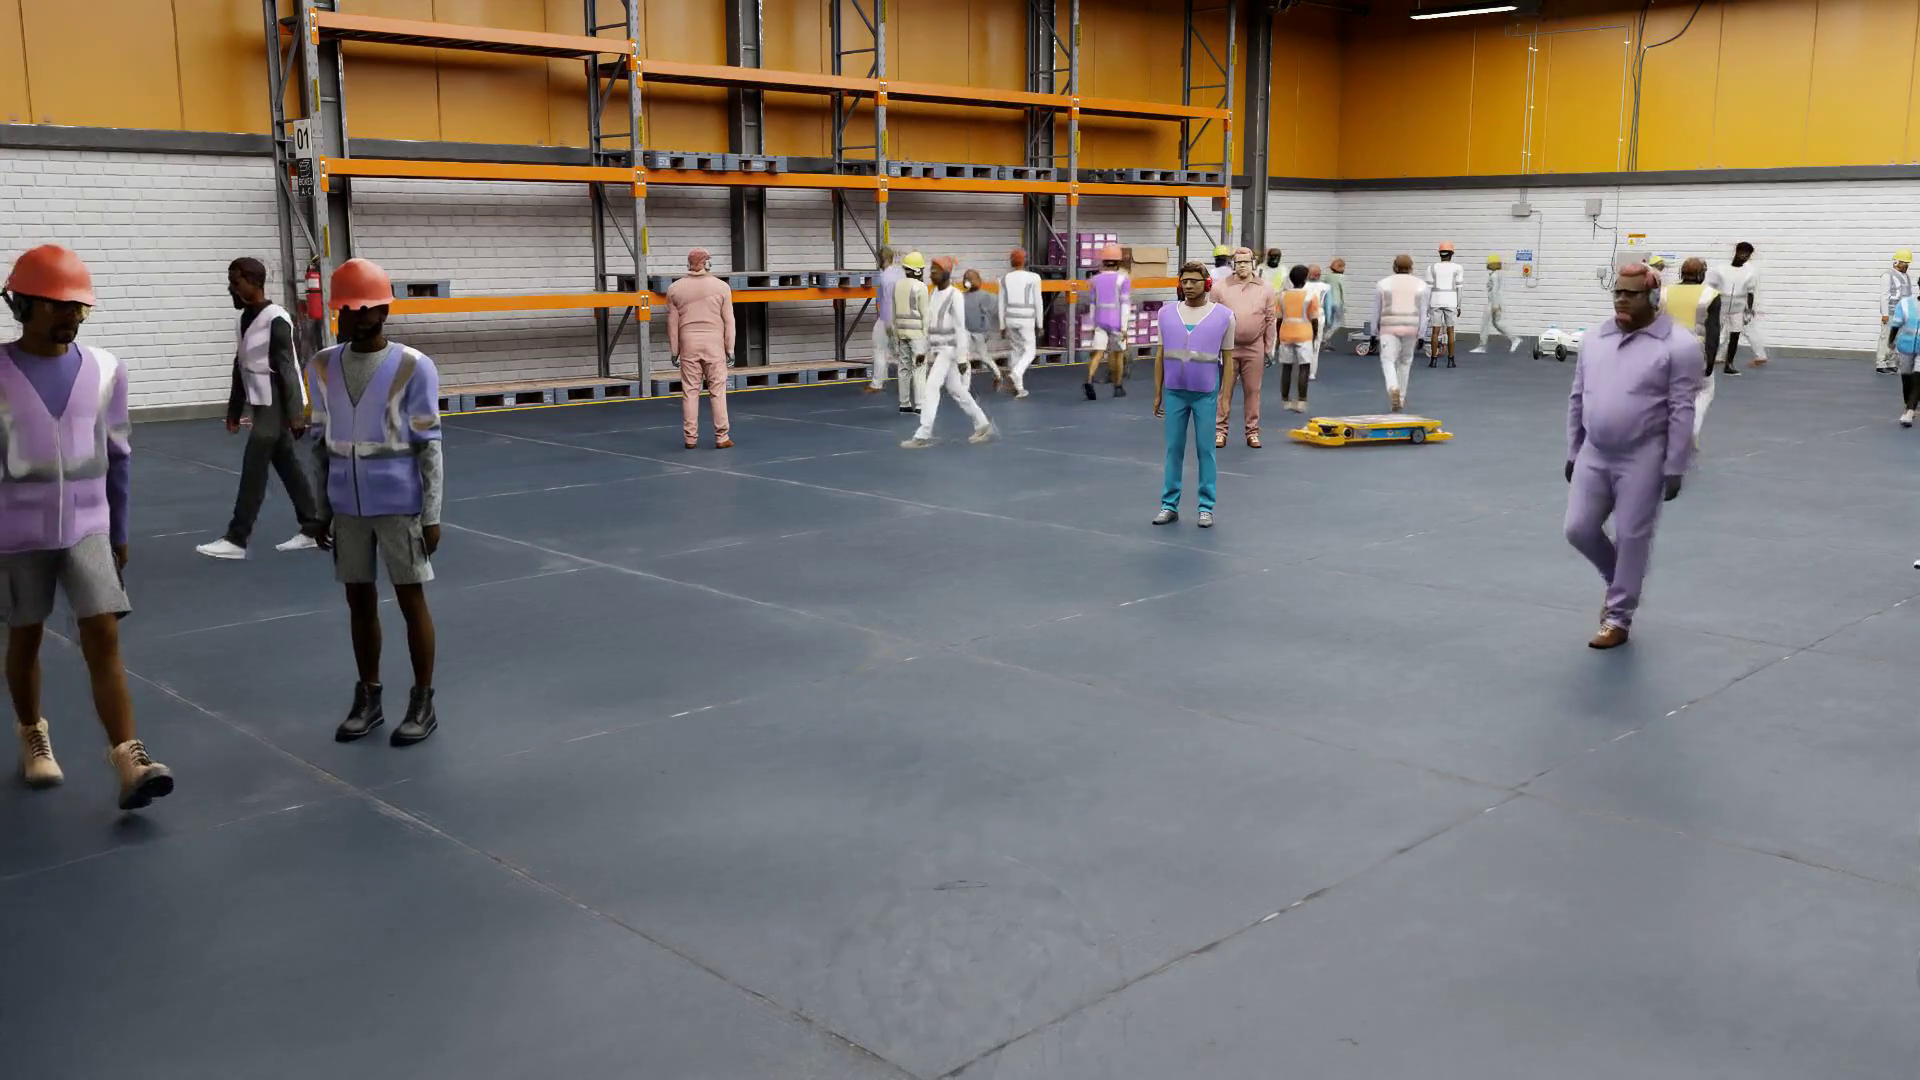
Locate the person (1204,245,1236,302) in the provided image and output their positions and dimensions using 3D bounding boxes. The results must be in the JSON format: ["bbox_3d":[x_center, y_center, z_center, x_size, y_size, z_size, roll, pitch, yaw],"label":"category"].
[{"bbox_3d":[3.647,-3.197,23.421,0.594,1.869,0.948,-3,11,-18],"label":"person"}]

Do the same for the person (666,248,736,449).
[{"bbox_3d":[-2.439,-1.806,15.781,0.639,1.902,0.407,0,10,1],"label":"person"}]

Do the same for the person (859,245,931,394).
[{"bbox_3d":[-0.809,-2.786,21.148,0.894,1.909,0.627,2,11,11],"label":"person"}]

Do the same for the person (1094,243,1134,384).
[{"bbox_3d":[2.142,-3.114,22.869,0.713,1.919,0.558,-8,13,-37],"label":"person"}]

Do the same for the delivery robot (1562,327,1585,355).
[{"bbox_3d":[9.894,-3.143,26.482,0.477,0.478,0.707,-1,10,-8],"label":"delivery robot"}]

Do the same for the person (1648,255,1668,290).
[{"bbox_3d":[10.148,-3.272,24.227,0.574,1.724,0.482,-10,14,-43],"label":"person"}]

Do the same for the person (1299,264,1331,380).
[{"bbox_3d":[4.922,-3.044,23.279,0.544,1.624,0.374,2,11,12],"label":"person"}]

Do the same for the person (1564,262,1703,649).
[{"bbox_3d":[3.291,-0.416,8.203,0.485,1.891,0.667,-9,13,-39],"label":"person"}]

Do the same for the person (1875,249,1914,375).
[{"bbox_3d":[13.646,-3.323,24.262,0.588,1.823,0.403,-7,12,-33],"label":"person"}]

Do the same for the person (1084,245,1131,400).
[{"bbox_3d":[1.809,-2.682,20.572,0.552,1.909,0.900,6,12,29],"label":"person"}]

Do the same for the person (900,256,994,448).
[{"bbox_3d":[-0.094,-1.807,15.983,0.988,1.845,0.570,-4,11,-20],"label":"person"}]

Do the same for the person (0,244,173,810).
[{"bbox_3d":[-3.165,-0.029,5.843,0.633,1.973,1.092,-10,14,-44],"label":"person"}]

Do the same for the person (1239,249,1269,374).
[{"bbox_3d":[4.283,-3.355,24.461,0.510,1.820,0.571,3,11,17],"label":"person"}]

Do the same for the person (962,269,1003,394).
[{"bbox_3d":[0.240,-2.652,21.192,0.511,1.606,0.731,8,13,38],"label":"person"}]

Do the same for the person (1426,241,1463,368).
[{"bbox_3d":[7.412,-3.600,25.489,0.543,1.927,0.383,3,11,18],"label":"person"}]

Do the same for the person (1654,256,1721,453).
[{"bbox_3d":[6.698,-1.691,15.352,0.631,1.831,0.445,10,14,43],"label":"person"}]

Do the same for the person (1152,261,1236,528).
[{"bbox_3d":[1.627,-1.014,11.603,0.563,1.847,0.390,4,11,23],"label":"person"}]

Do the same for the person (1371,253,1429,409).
[{"bbox_3d":[5.105,-2.413,19.337,0.631,1.820,0.794,1,10,5],"label":"person"}]

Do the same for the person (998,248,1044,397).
[{"bbox_3d":[0.724,-2.686,20.694,0.601,1.864,0.669,5,12,27],"label":"person"}]

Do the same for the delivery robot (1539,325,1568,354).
[{"bbox_3d":[9.707,-3.272,27.186,0.477,0.478,0.707,6,12,30],"label":"delivery robot"}]

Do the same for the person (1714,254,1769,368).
[{"bbox_3d":[12.007,-3.581,25.494,1.005,1.896,0.645,10,14,44],"label":"person"}]

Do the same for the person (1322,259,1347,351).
[{"bbox_3d":[6.507,-4.090,28.989,0.401,1.612,0.573,-6,12,-31],"label":"person"}]

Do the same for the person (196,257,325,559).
[{"bbox_3d":[-4.478,-0.822,10.469,0.944,1.874,0.612,-9,14,-40],"label":"person"}]

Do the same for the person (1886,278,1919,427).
[{"bbox_3d":[10.207,-2.035,17.714,0.542,1.646,0.901,9,14,41],"label":"person"}]

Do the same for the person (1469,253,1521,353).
[{"bbox_3d":[9.247,-4.065,28.606,0.771,1.720,0.491,4,11,23],"label":"person"}]

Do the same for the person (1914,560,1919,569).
[{"bbox_3d":[6.157,-0.726,9.976,0.732,1.876,0.381,0,10,-1],"label":"person"}]

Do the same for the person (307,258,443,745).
[{"bbox_3d":[-2.324,-0.142,6.617,0.546,1.934,0.383,2,11,10],"label":"person"}]

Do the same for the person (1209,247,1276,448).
[{"bbox_3d":[2.676,-1.823,15.854,0.651,1.907,0.409,1,10,4],"label":"person"}]

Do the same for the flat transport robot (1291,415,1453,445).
[{"bbox_3d":[4.041,-1.091,16.320,1.431,0.197,0.652,-3,11,-18],"label":"flat transport robot"}]

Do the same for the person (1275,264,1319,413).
[{"bbox_3d":[3.862,-2.305,19.058,0.535,1.697,0.318,7,12,33],"label":"person"}]

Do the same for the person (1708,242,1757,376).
[{"bbox_3d":[11.056,-3.333,24.052,0.777,1.940,0.368,4,11,20],"label":"person"}]

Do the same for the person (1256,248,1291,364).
[{"bbox_3d":[4.878,-3.659,26.097,0.652,1.824,0.442,0,10,-2],"label":"person"}]

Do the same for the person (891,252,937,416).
[{"bbox_3d":[-0.506,-2.304,18.676,0.404,1.833,0.590,-9,14,-42],"label":"person"}]
